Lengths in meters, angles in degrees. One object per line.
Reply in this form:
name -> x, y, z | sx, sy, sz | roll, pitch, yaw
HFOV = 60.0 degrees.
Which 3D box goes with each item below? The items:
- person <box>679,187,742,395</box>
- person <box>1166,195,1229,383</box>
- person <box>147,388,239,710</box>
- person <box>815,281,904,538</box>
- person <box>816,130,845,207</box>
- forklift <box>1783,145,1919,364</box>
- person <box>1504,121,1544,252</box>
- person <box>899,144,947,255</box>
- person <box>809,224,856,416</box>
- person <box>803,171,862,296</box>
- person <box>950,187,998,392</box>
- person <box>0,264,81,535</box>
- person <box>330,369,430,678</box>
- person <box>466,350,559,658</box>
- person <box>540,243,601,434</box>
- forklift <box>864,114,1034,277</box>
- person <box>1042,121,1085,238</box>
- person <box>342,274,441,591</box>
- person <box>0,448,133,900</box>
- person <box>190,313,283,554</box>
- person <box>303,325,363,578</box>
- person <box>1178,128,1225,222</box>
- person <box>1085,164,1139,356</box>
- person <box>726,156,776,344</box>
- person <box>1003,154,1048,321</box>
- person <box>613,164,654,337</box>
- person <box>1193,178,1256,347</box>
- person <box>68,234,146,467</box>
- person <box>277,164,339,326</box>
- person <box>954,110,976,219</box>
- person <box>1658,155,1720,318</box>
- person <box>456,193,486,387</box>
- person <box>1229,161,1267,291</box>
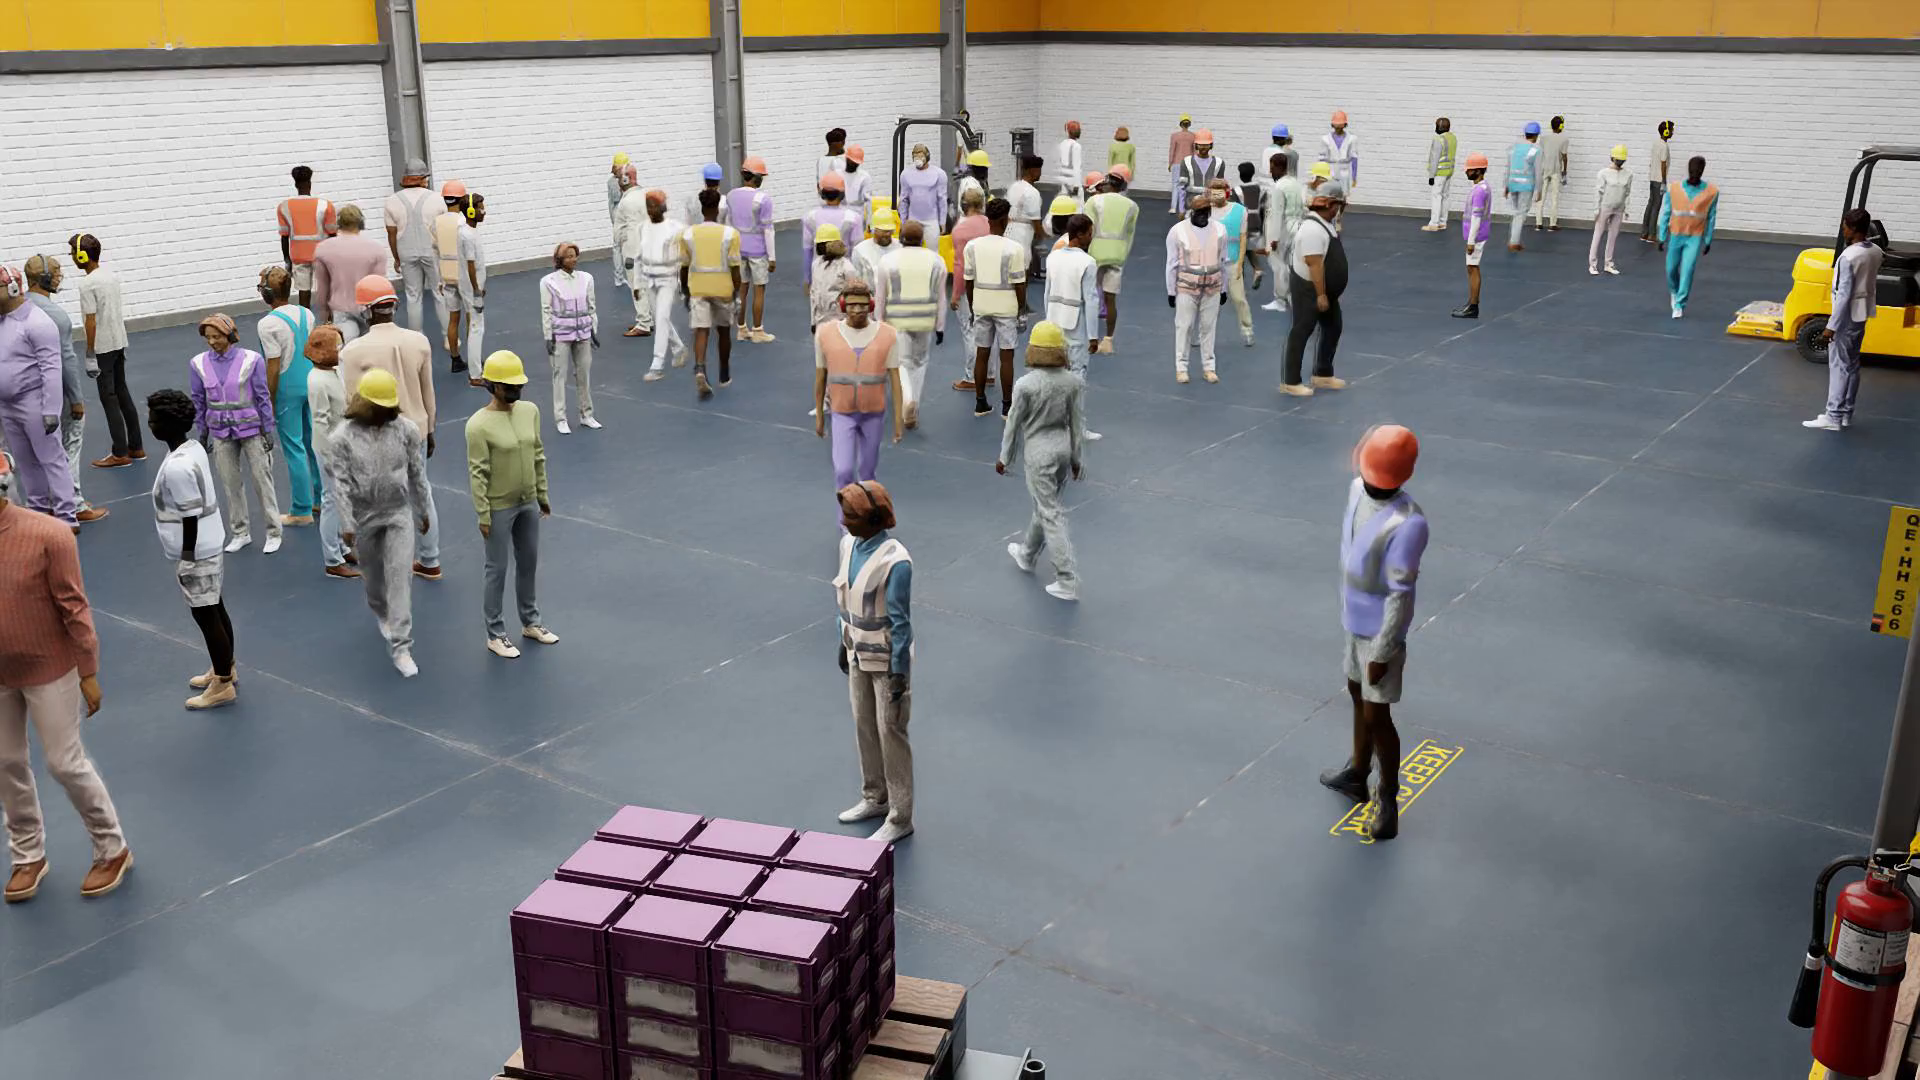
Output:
person -> -2.379, -2.355, 15.796 | 0.622, 1.931, 0.881 | 0, 18, 0
person -> 2.317, -2.448, 16.264 | 0.632, 1.831, 0.429 | -3, 18, -10
person -> -4.001, 0.045, 8.671 | 0.316, 1.695, 0.542 | -6, 19, -17
person -> -0.662, -0.803, 11.108 | 0.577, 1.821, 0.705 | -3, 18, -8
person -> -1.738, -4.612, 22.822 | 0.377, 1.952, 0.609 | -13, 22, -34
forklift -> 9.803, -2.879, 17.013 | 2.313, 2.155, 1.214 | 12, 21, 33
person -> 8.524, -5.309, 25.034 | 0.571, 1.926, 0.646 | -10, 20, -29
person -> -0.470, -4.043, 21.094 | 0.635, 1.929, 0.384 | 5, 18, 15
person -> -1.141, -1.937, 14.795 | 0.492, 1.742, 0.323 | 13, 22, 34
person -> -1.277, -2.634, 16.548 | 0.613, 2.023, 0.807 | 4, 18, 12
person -> 0.141, -2.385, 15.885 | 0.353, 1.936, 0.633 | 14, 23, 38
person -> -6.397, -0.926, 11.372 | 0.644, 1.908, 0.408 | 9, 20, 26
person -> -3.228, -0.155, 9.306 | 0.493, 1.687, 0.890 | -7, 19, -22
person -> -2.516, -0.205, 9.359 | 0.343, 1.756, 0.518 | 10, 20, 29
person -> -3.359, -1.746, 14.370 | 0.522, 1.638, 0.313 | -15, 23, -39
forklift -> -0.171, -4.594, 22.377 | 2.313, 2.155, 1.214 | 1, 18, 3
person -> 1.714, -5.730, 26.489 | 0.884, 1.855, 0.584 | -9, 20, -27
person -> -3.567, -0.667, 10.439 | 0.404, 1.985, 0.602 | 14, 22, 37
person -> -3.798, 0.524, 6.721 | 0.632, 1.977, 0.407 | 1, 18, 3
person -> -4.848, -0.712, 11.146 | 0.526, 1.631, 0.323 | 0, 18, -1
person -> -4.023, -0.575, 10.713 | 0.266, 1.631, 0.507 | -2, 18, -7
person -> 3.195, -4.406, 22.036 | 0.607, 2.044, 0.375 | -1, 18, -2
person -> 1.554, -2.997, 17.739 | 0.694, 1.975, 0.820 | -2, 18, -7
person -> -2.245, -3.151, 18.140 | 0.618, 2.028, 0.409 | 11, 21, 31
person -> 0.774, -3.539, 19.492 | 0.690, 1.932, 0.683 | -8, 19, -24
person -> -3.659, -3.233, 18.590 | 0.402, 1.904, 0.652 | 0, 18, 0
person -> 2.870, -2.983, 17.947 | 0.768, 1.821, 0.537 | 9, 20, 25
person -> -6.829, -1.506, 13.274 | 0.343, 1.857, 0.521 | 0, 18, 1
person -> -6.964, -3.035, 17.883 | 0.613, 1.957, 0.376 | -2, 18, -8
person -> 0.076, -6.531, 28.973 | 0.328, 1.865, 0.508 | 13, 22, 35
person -> 8.688, -3.643, 19.878 | 0.597, 1.897, 0.810 | 10, 20, 27
person -> -4.679, -2.414, 16.101 | 0.332, 1.864, 0.506 | -5, 19, -16
person -> 3.701, -4.006, 21.361 | 0.542, 1.675, 0.450 | -7, 19, -20
